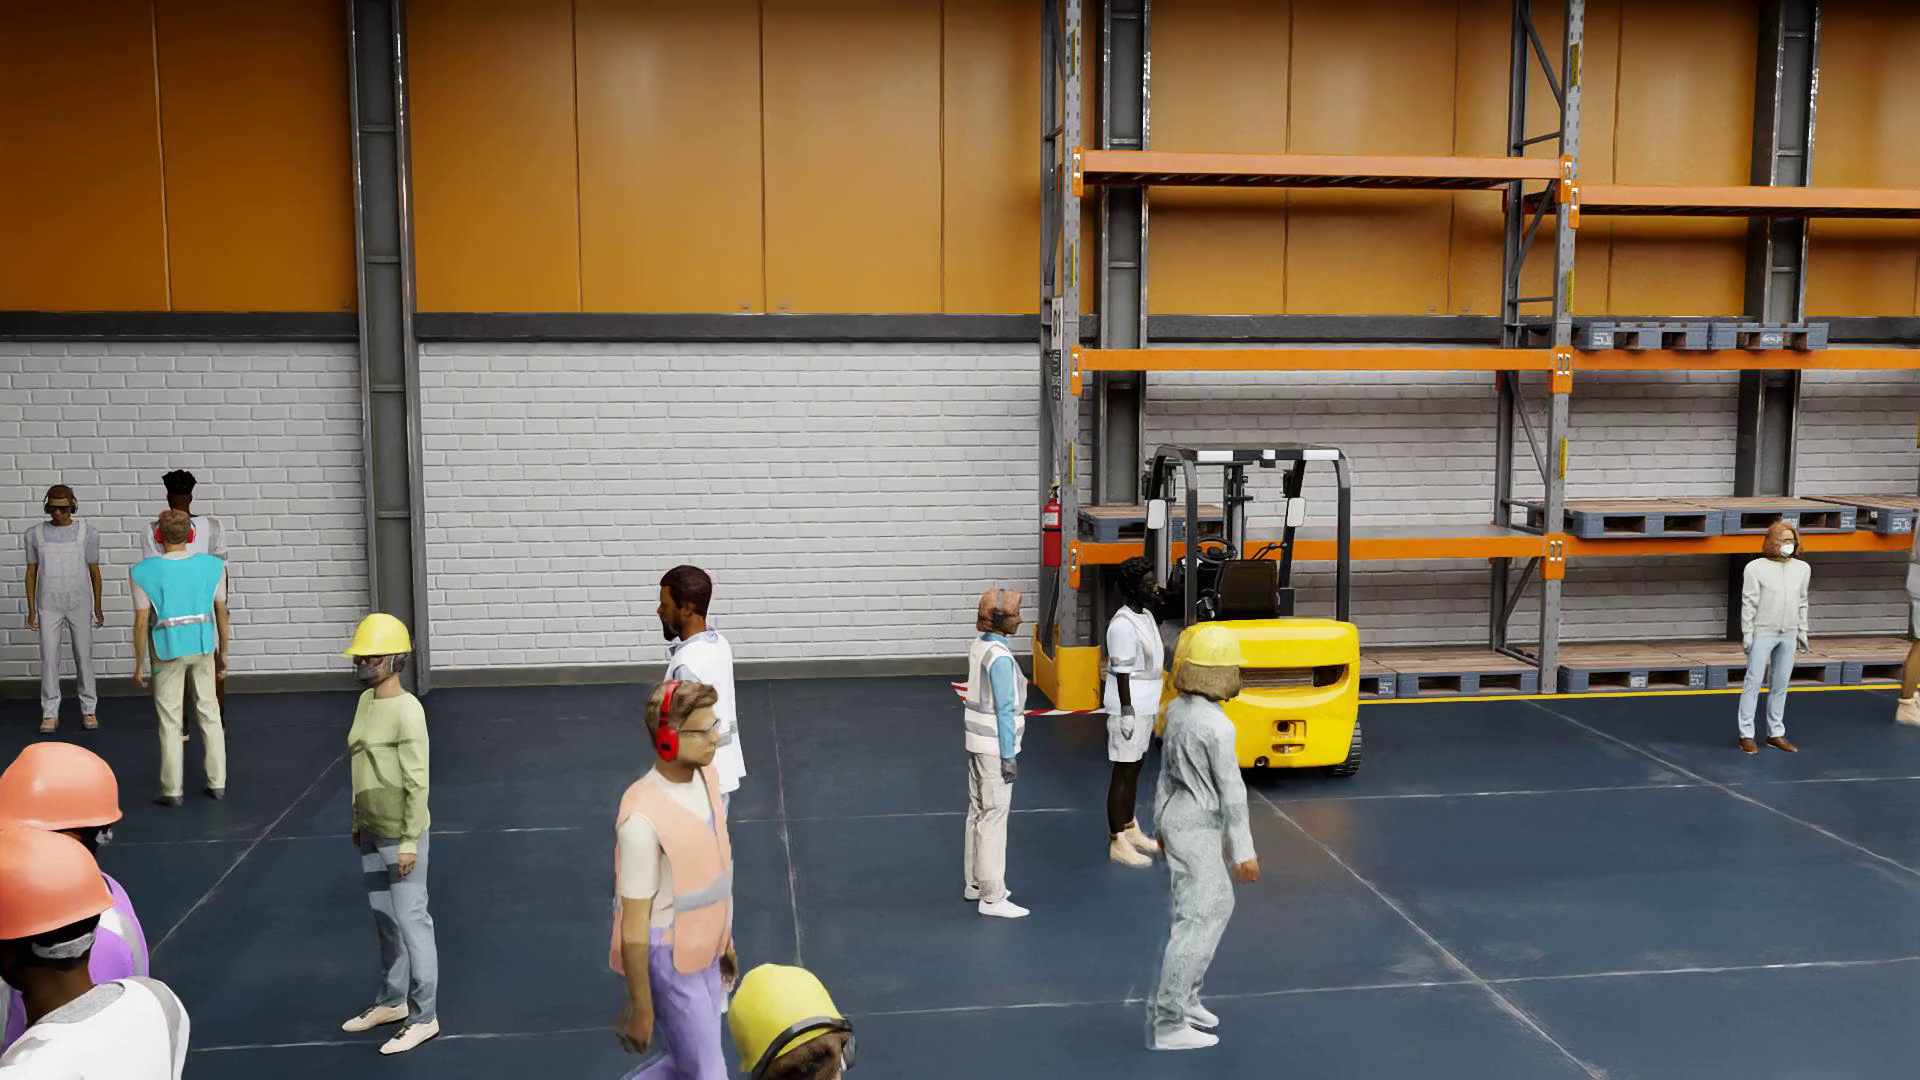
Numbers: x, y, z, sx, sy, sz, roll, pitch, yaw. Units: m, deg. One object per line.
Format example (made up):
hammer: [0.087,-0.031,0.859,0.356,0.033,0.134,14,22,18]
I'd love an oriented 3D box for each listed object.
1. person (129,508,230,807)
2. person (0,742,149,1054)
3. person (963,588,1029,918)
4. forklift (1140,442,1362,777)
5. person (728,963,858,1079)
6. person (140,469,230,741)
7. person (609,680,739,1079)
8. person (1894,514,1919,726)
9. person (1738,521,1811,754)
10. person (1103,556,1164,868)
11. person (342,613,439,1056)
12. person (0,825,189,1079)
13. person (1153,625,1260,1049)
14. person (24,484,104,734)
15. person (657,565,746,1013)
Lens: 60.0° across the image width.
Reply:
person: [-4.807,0.727,10.302,0.570,1.842,0.372,-6,9,-43]
person: [-2.039,1.417,3.839,0.348,1.943,0.542,-4,8,-34]
person: [0.175,1.055,8.337,0.312,1.636,0.520,-2,7,-14]
forklift: [1.912,0.418,11.496,1.214,2.155,2.313,-1,7,-8]
person: [-0.234,1.631,2.985,0.578,1.717,0.344,5,8,39]
person: [-5.607,0.467,12.053,0.362,1.963,0.614,6,9,44]
person: [-0.918,1.322,5.179,0.740,1.828,0.575,1,7,8]
person: [7.349,0.390,12.502,0.449,2.030,0.622,4,8,31]
person: [5.703,0.679,11.639,0.502,1.632,0.279,-1,7,-8]
person: [0.962,0.930,9.170,0.318,1.697,0.535,2,7,19]
person: [-2.318,1.172,6.741,0.300,1.772,0.525,-6,9,-44]
person: [-1.698,1.495,3.185,0.365,1.933,0.551,0,7,3]
person: [0.981,1.201,6.694,0.482,1.726,0.493,-1,7,-11]
person: [-6.618,0.502,12.301,0.504,1.840,0.345,-3,7,-25]
person: [-1.113,1.058,7.098,0.380,1.915,0.596,0,7,0]
